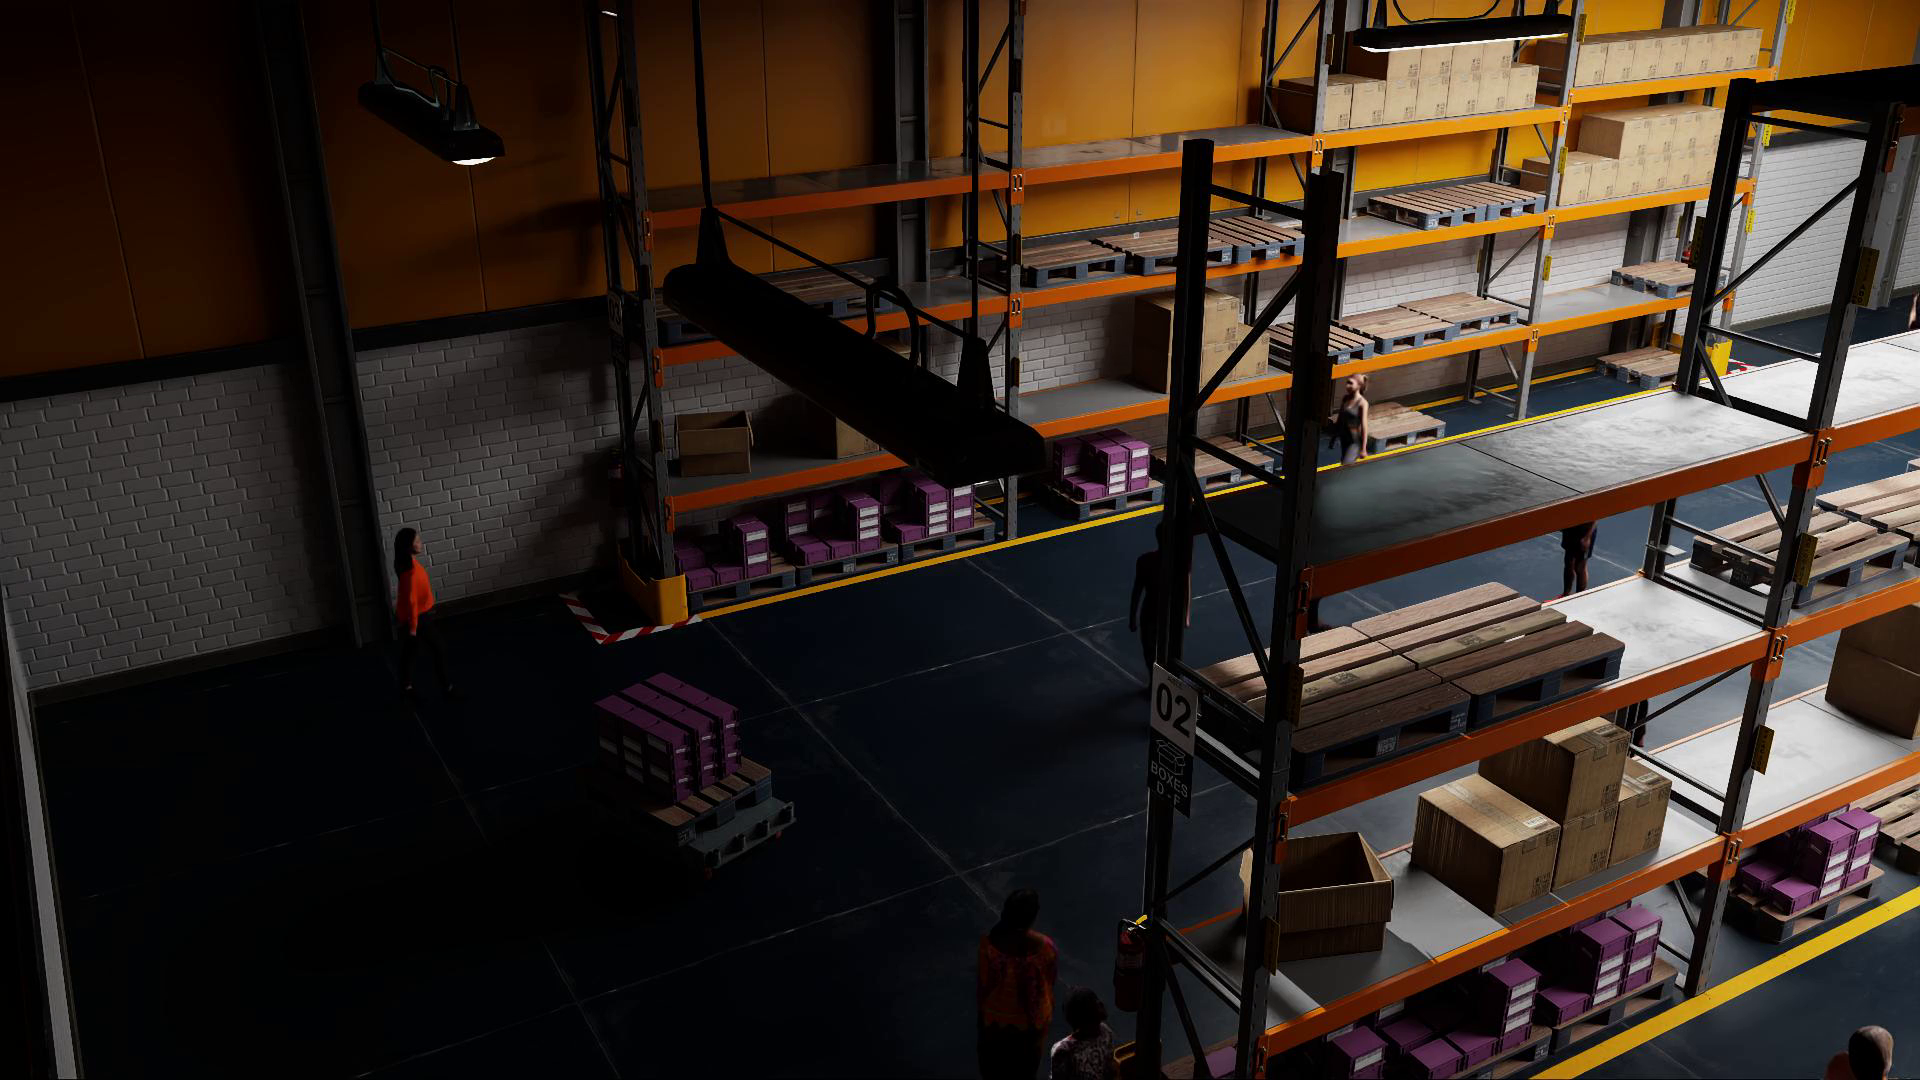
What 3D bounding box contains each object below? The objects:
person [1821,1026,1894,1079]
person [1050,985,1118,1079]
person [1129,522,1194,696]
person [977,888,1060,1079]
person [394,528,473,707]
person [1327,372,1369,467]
[{"bbox_3d":[4.778,3.274,8.929,1.156,1.699,0.871,-4,24,-8],"label":"person"},{"bbox_3d":[0.707,3.219,9.062,0.860,1.694,0.681,-17,29,-33],"label":"person"},{"bbox_3d":[1.788,0.671,14.749,1.199,1.808,1.214,4,24,10],"label":"person"},{"bbox_3d":[0.330,2.851,9.970,1.164,1.641,1.179,3,24,7],"label":"person"},{"bbox_3d":[-4.920,0.714,14.745,0.846,1.731,0.672,-11,26,-24],"label":"person"},{"bbox_3d":[4.526,-1.097,18.938,0.792,1.691,0.638,-10,26,-22],"label":"person"}]
